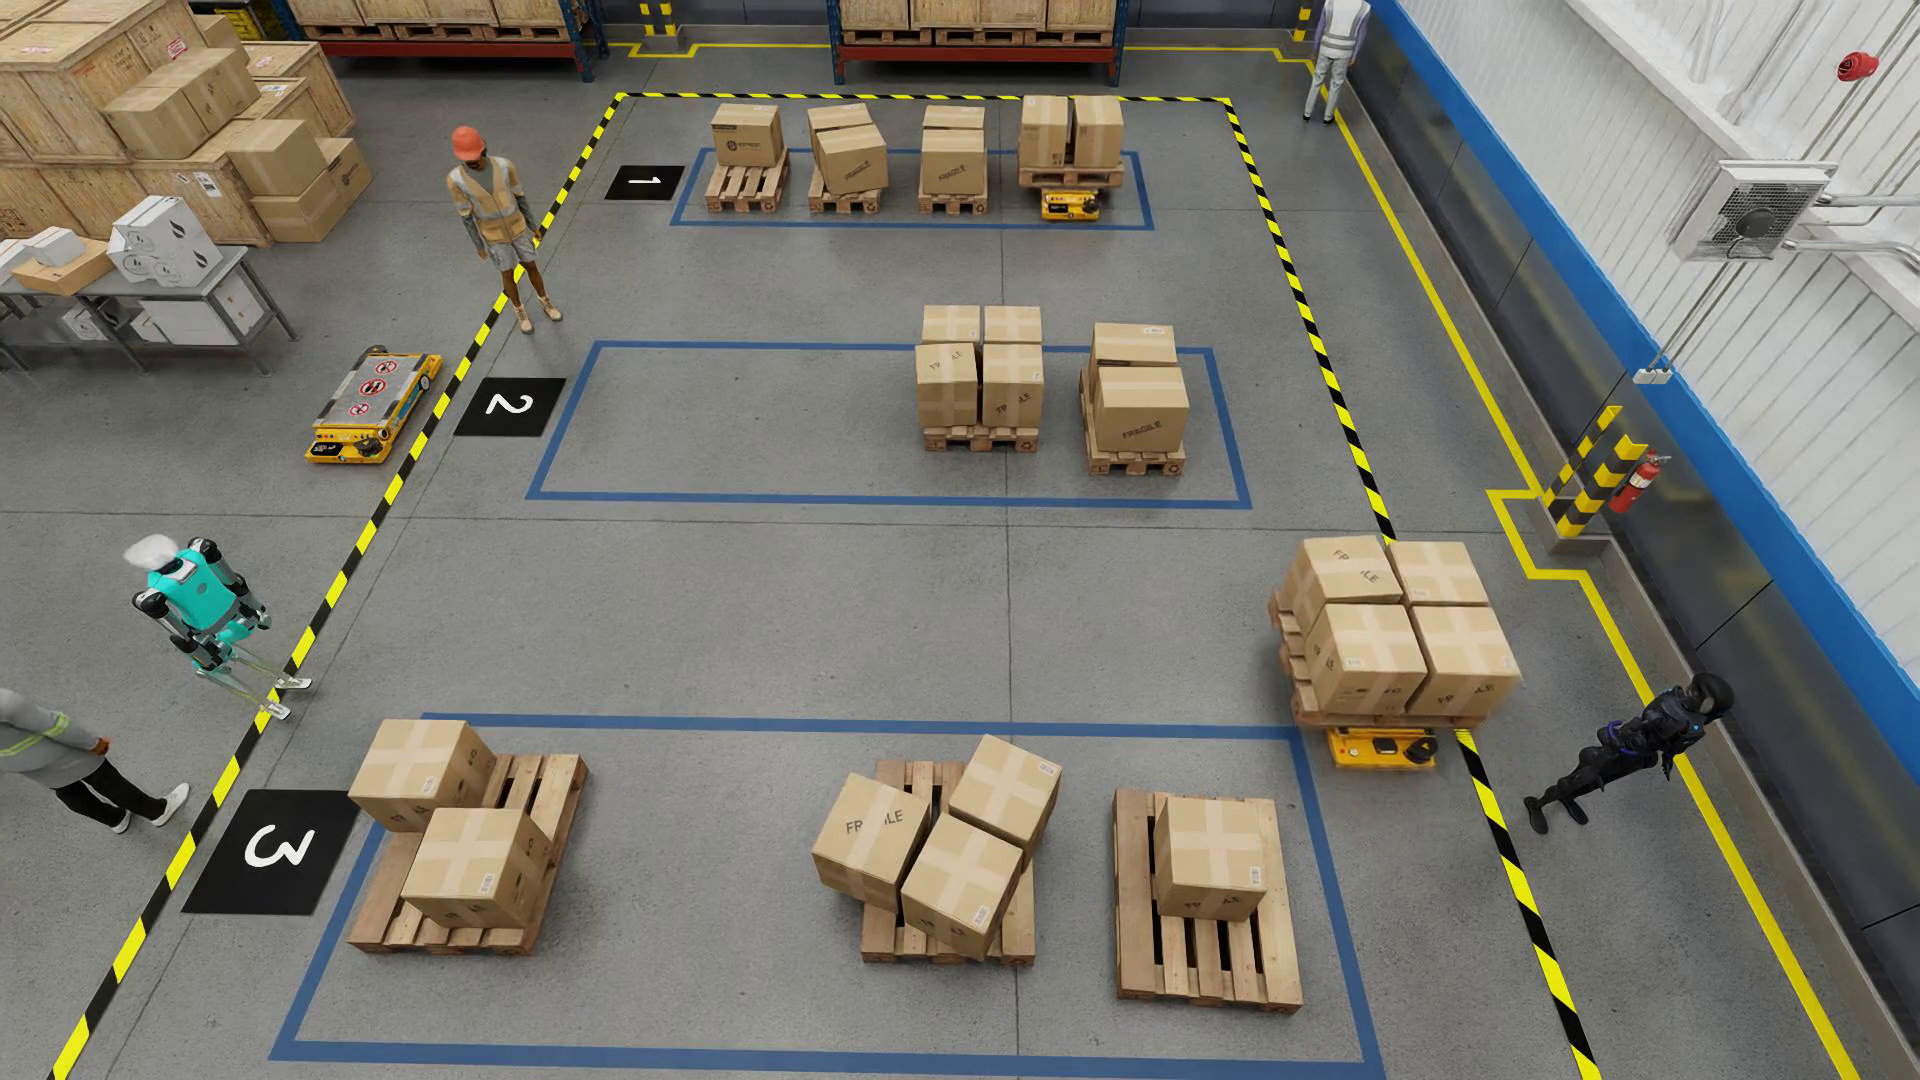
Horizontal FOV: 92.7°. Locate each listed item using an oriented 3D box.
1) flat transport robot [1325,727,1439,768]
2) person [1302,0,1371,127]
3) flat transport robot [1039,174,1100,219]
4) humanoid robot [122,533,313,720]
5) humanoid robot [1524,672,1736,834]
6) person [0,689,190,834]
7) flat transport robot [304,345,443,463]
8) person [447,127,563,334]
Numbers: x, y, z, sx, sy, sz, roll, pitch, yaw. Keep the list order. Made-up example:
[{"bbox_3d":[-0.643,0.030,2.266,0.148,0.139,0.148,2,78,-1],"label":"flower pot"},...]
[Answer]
[{"bbox_3d":[2.867,0.931,6.561,0.652,0.197,1.431,1,50,1],"label":"flat transport robot"},{"bbox_3d":[4.755,-6.193,11.590,0.588,1.821,0.404,22,53,18],"label":"person"},{"bbox_3d":[1.291,-4.317,11.001,0.652,0.197,1.431,1,50,1],"label":"flat transport robot"},{"bbox_3d":[-4.836,0.546,5.855,0.735,1.677,0.533,9,50,8],"label":"humanoid robot"},{"bbox_3d":[3.925,1.260,5.367,0.599,1.659,0.315,-7,50,-6],"label":"humanoid robot"},{"bbox_3d":[-5.328,1.195,5.319,0.589,1.852,0.365,-6,50,-5],"label":"person"},{"bbox_3d":[-5.383,-1.269,8.441,0.659,0.231,1.431,1,50,1],"label":"flat transport robot"},{"bbox_3d":[-4.292,-2.902,8.665,0.613,2.035,0.391,-31,56,-24],"label":"person"}]
